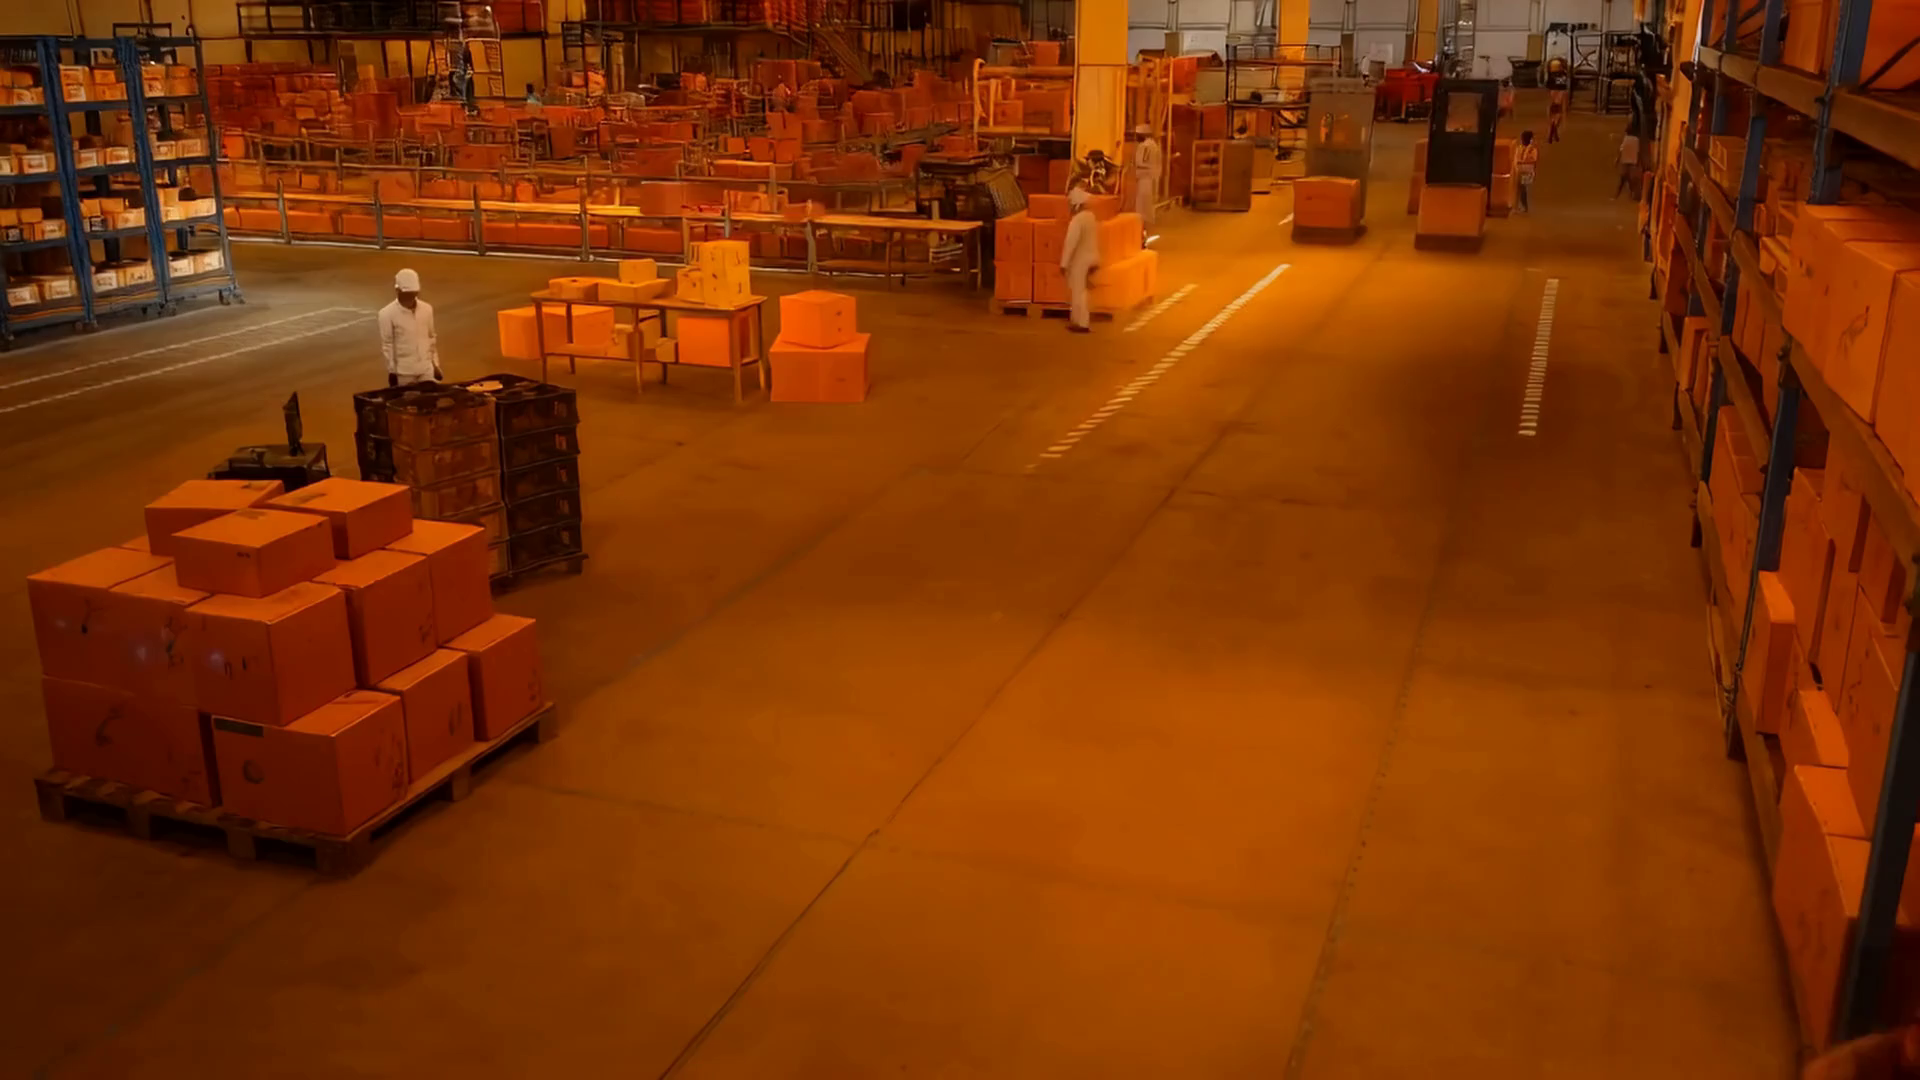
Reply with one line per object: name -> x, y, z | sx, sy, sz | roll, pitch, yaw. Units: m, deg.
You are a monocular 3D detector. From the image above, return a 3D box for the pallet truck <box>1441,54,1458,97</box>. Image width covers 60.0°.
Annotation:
pallet truck -> 22.765, -21.886, 78.355 | 0.823, 1.965, 1.885 | -4, 18, -14

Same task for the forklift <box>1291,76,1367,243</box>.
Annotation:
forklift -> 6.598, -6.755, 29.381 | 1.129, 2.768, 1.873 | 6, 19, 19

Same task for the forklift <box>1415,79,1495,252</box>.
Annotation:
forklift -> 8.471, -6.404, 28.278 | 1.129, 2.768, 1.873 | 6, 19, 19

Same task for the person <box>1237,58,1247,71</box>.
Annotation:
person -> 14.759, -24.673, 87.382 | 0.633, 1.817, 0.658 | -7, 19, -22

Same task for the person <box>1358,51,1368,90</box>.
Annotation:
person -> 20.367, -23.641, 83.896 | 0.634, 1.979, 0.672 | -16, 24, -41

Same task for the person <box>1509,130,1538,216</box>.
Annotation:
person -> 11.238, -7.324, 33.158 | 0.877, 1.656, 0.539 | -13, 22, -34

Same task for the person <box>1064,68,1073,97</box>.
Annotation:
person -> 4.345, -17.337, 64.221 | 0.854, 1.914, 0.638 | 17, 24, 42

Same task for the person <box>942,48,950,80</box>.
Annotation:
person -> -0.760, -26.721, 93.674 | 0.547, 1.922, 0.397 | -4, 18, -12

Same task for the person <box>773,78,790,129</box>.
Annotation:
person -> -6.169, -15.121, 57.583 | 0.523, 1.703, 0.976 | -8, 19, -23

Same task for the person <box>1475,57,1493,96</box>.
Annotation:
person -> 25.196, -22.223, 79.692 | 0.946, 1.822, 0.555 | -1, 18, -4

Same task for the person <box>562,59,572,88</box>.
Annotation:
person -> -17.206, -20.092, 72.843 | 0.474, 1.917, 0.581 | 2, 18, 8

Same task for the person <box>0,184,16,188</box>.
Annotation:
person -> -13.951, -4.750, 24.713 | 0.952, 1.860, 0.678 | 7, 19, 20

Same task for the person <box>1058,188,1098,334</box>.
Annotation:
person -> 1.423, -3.495, 20.870 | 0.591, 1.812, 0.605 | 9, 20, 25

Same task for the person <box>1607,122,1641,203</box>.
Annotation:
person -> 14.091, -8.006, 35.268 | 0.642, 1.648, 0.788 | -13, 22, -34

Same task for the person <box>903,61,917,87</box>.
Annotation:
person -> -1.972, -17.819, 65.508 | 0.535, 2.000, 0.685 | 6, 19, 19

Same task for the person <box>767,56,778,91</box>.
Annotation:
person -> -8.368, -20.344, 73.519 | 1.030, 2.004, 0.633 | -8, 19, -24

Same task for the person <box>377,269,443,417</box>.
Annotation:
person -> -4.892, -1.559, 14.894 | 0.338, 1.744, 0.560 | 13, 22, 36

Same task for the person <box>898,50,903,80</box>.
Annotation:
person -> -3.512, -28.098, 98.362 | 0.317, 1.695, 0.540 | 6, 19, 19

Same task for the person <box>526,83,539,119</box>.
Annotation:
person -> -12.851, -12.730, 49.824 | 0.406, 1.849, 0.577 | 5, 18, 15

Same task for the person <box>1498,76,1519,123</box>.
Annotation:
person -> 19.919, -15.932, 60.177 | 0.797, 1.659, 0.554 | 15, 23, 40

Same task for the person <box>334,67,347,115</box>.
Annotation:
person -> -24.272, -17.614, 65.224 | 0.646, 1.815, 0.967 | 4, 18, 12

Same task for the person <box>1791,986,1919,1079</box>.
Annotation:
person -> 2.254, 1.843, 4.007 | 0.670, 1.864, 0.677 | -1, 18, -2

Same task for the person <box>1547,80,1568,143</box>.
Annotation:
person -> 18.495, -13.263, 51.449 | 1.012, 1.875, 0.554 | -15, 23, -39

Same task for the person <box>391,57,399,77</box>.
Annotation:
person -> -25.559, -21.000, 75.730 | 0.758, 1.902, 0.600 | -7, 19, -22

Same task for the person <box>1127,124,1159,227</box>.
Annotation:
person -> 3.330, -6.768, 30.995 | 0.959, 1.900, 0.654 | -9, 20, -26

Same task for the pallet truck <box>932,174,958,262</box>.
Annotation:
pallet truck -> -0.507, -5.292, 27.348 | 0.653, 1.274, 1.630 | 6, 19, 19
